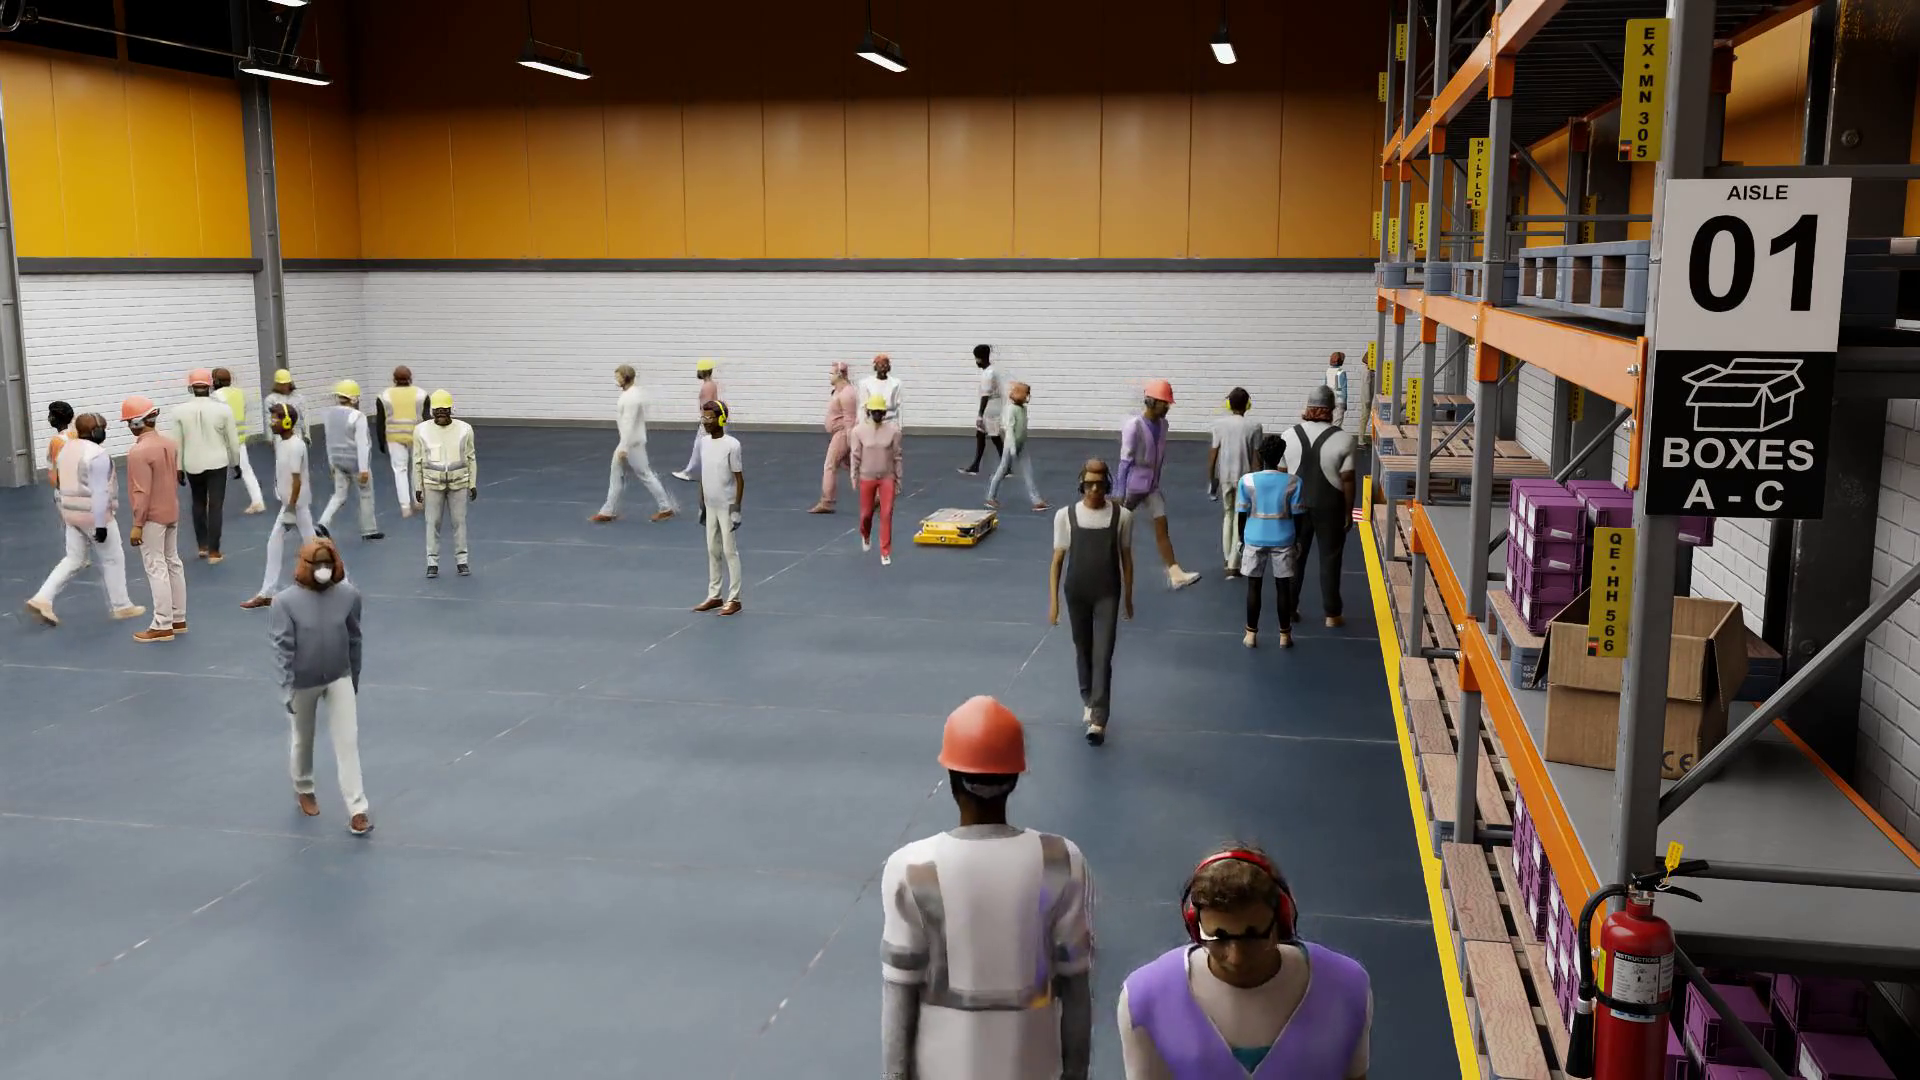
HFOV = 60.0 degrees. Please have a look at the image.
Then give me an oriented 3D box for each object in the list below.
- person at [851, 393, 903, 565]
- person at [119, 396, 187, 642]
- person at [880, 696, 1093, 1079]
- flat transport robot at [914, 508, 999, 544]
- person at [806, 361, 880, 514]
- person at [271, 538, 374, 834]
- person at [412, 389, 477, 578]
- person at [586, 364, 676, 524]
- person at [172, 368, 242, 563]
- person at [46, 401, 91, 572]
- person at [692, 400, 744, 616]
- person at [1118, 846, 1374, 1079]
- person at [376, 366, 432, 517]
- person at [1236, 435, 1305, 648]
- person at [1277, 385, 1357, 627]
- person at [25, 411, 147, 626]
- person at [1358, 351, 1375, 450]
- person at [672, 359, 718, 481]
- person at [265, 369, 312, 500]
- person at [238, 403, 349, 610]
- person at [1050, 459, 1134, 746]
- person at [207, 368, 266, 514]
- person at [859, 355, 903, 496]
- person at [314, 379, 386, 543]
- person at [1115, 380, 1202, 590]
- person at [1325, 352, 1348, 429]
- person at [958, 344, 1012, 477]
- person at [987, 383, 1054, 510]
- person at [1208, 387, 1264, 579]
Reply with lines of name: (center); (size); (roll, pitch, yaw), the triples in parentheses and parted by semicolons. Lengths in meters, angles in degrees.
person: (-0.852, -0.640, 16.972); (0.528, 1.752, 0.598); (-1, 9, -7)
person: (-6.520, -0.174, 13.427); (0.392, 1.986, 0.610); (0, 9, 0)
person: (0.080, 1.386, 4.261); (0.560, 1.917, 0.757); (-1, 9, -7)
flat transport robot: (-0.027, -0.165, 18.526); (0.652, 0.197, 1.431); (2, 10, 12)
person: (-1.372, -1.247, 20.267); (0.940, 1.870, 0.637); (-1, 9, -4)
person: (-3.432, 0.769, 8.940); (0.497, 1.586, 0.873); (-7, 12, -36)
person: (-4.993, -0.549, 16.144); (0.597, 1.831, 0.403); (-4, 10, -21)
person: (-3.823, -1.116, 19.418); (1.036, 1.890, 0.651); (-3, 10, -16)
person: (-7.714, -0.780, 17.106); (0.609, 1.964, 0.875); (-2, 10, -10)
person: (-8.801, -0.523, 16.404); (0.319, 1.696, 0.532); (-2, 10, -11)
person: (-2.084, -0.277, 14.397); (0.519, 1.873, 0.335); (8, 12, 40)
person: (0.653, 1.517, 3.786); (0.584, 1.801, 0.563); (1, 10, 8)
person: (-6.763, -1.217, 20.276); (0.657, 1.791, 0.941); (-3, 10, -18)
person: (2.447, 0.016, 13.150); (0.541, 1.695, 0.316); (1, 10, 9)
person: (3.020, -0.302, 14.036); (0.689, 2.000, 0.535); (5, 11, 29)
person: (-7.425, -0.173, 14.002); (0.633, 1.808, 0.868); (6, 11, 30)
person: (6.701, -2.302, 27.304); (0.270, 1.632, 0.504); (3, 10, 17)
person: (-3.533, -1.661, 23.214); (0.932, 1.713, 0.536); (1, 9, 7)
person: (-8.499, -1.304, 21.039); (0.502, 1.727, 0.415); (-9, 13, -43)
person: (-5.891, -0.307, 14.740); (0.967, 1.827, 0.538); (-7, 12, -36)
person: (0.841, 0.381, 10.650); (0.529, 1.792, 0.985); (1, 10, 8)
person: (-8.877, -1.194, 20.169); (0.977, 1.793, 0.646); (3, 10, 18)
person: (-1.026, -1.470, 21.670); (0.580, 1.847, 0.916); (0, 9, -2)
person: (-6.625, -0.832, 17.941); (0.599, 1.808, 0.812); (5, 11, 26)
person: (1.698, -0.506, 15.516); (0.696, 1.960, 1.123); (-9, 13, -43)
person: (6.004, -2.186, 26.586); (0.309, 1.641, 0.515); (-5, 10, -25)
person: (0.335, -1.818, 23.561); (0.899, 1.907, 0.676); (1, 9, 6)
person: (0.705, -1.149, 20.526); (0.907, 1.574, 0.526); (5, 11, 30)
person: (2.722, -0.563, 16.213); (0.505, 1.840, 0.802); (5, 11, 27)
